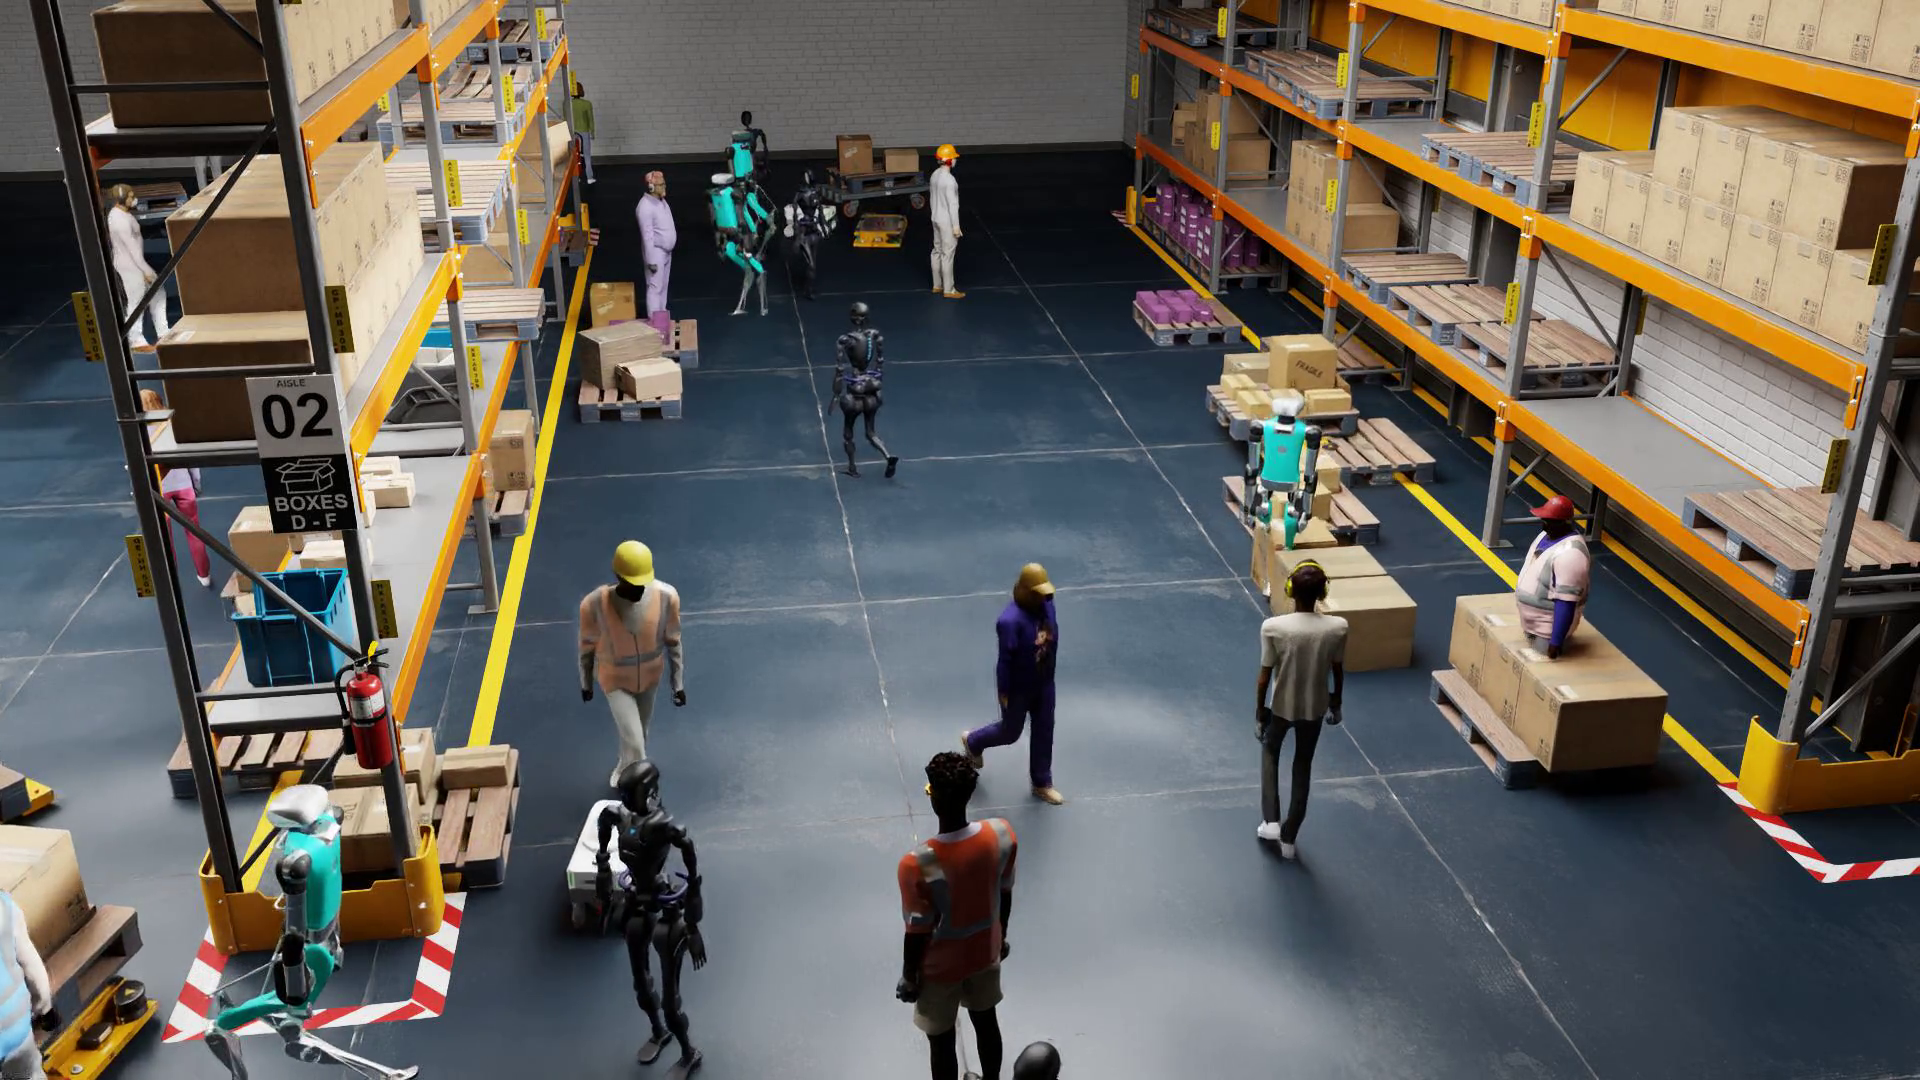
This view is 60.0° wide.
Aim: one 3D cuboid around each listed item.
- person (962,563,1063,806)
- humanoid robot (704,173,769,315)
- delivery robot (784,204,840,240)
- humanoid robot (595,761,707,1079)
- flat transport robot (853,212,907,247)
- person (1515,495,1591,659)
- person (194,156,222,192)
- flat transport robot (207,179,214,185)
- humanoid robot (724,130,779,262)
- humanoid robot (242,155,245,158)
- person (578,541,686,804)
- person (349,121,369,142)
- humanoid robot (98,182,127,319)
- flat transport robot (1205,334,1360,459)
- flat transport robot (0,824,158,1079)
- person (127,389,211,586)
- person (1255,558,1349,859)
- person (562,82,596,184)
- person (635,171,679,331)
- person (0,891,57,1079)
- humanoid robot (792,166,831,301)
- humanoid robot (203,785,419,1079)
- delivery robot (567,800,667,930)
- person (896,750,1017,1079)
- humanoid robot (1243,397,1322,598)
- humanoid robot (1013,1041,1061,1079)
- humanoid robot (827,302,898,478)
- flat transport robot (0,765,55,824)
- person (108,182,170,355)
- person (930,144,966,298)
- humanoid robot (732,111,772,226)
[{"bbox_3d":[0.348,0.826,10.139,0.455,1.597,0.652,-20,31,-38],"label":"person"},{"bbox_3d":[-2.601,-3.549,19.951,0.583,1.783,0.818,14,27,29],"label":"humanoid robot"},{"bbox_3d":[-2.133,-4.620,23.858,0.807,0.603,0.499,5,24,11],"label":"delivery robot"},{"bbox_3d":[-1.469,1.783,7.858,0.615,1.647,0.366,10,26,21],"label":"humanoid robot"},{"bbox_3d":[-1.127,-4.422,23.753,0.659,0.231,1.431,1,24,2],"label":"flat transport robot"},{"bbox_3d":[3.747,0.525,10.653,0.418,1.745,0.599,0,24,-1],"label":"person"},{"bbox_3d":[-11.628,-6.120,25.666,0.429,1.844,0.621,19,30,37],"label":"person"},{"bbox_3d":[-11.253,-5.676,26.609,1.431,0.231,0.659,6,24,13],"label":"flat transport robot"},{"bbox_3d":[-2.723,-4.544,22.200,0.717,1.784,0.533,14,28,30],"label":"humanoid robot"},{"bbox_3d":[-9.445,-4.713,22.743,0.542,1.906,0.725,-11,26,-23],"label":"humanoid robot"},{"bbox_3d":[-1.970,0.791,9.911,0.579,1.869,0.887,-13,27,-27],"label":"person"},{"bbox_3d":[-8.159,-4.778,22.642,0.531,1.818,0.495,19,30,36],"label":"person"},{"bbox_3d":[-10.069,-3.471,19.842,0.456,1.647,0.608,-13,27,-27],"label":"humanoid robot"},{"bbox_3d":[3.100,-1.017,15.994,0.659,0.231,1.431,-3,24,-8],"label":"flat transport robot"},{"bbox_3d":[-4.817,2.399,8.212,1.431,0.231,0.659,3,24,8],"label":"flat transport robot"},{"bbox_3d":[-6.117,-0.375,12.842,0.498,1.629,0.287,-16,28,-32],"label":"person"},{"bbox_3d":[1.946,0.958,9.521,0.524,1.854,0.431,2,24,5],"label":"person"},{"bbox_3d":[-6.192,-6.628,27.090,0.492,1.624,0.281,0,24,-1],"label":"person"},{"bbox_3d":[-3.448,-3.280,19.115,0.405,1.910,0.638,4,24,8],"label":"person"},{"bbox_3d":[-4.118,2.106,6.962,0.488,1.815,0.649,12,26,25],"label":"person"},{"bbox_3d":[-1.834,-3.807,20.617,0.550,1.640,0.612,16,29,33],"label":"humanoid robot"},{"bbox_3d":[-3.099,1.905,7.546,1.042,1.740,0.551,0,24,0],"label":"humanoid robot"},{"bbox_3d":[-1.945,1.772,9.298,0.499,0.605,0.799,0,24,1],"label":"delivery robot"},{"bbox_3d":[-0.023,1.826,7.409,0.608,1.964,0.367,-16,28,-33],"label":"person"},{"bbox_3d":[2.410,-0.280,12.497,0.539,1.766,0.922,7,25,15],"label":"humanoid robot"},{"bbox_3d":[0.271,2.514,6.223,0.602,1.642,0.637,9,25,19],"label":"humanoid robot"},{"bbox_3d":[-0.868,-1.319,14.957,0.604,1.638,0.588,-22,32,-40],"label":"humanoid robot"},{"bbox_3d":[-6.199,1.712,9.779,0.659,0.231,1.431,13,27,27],"label":"flat transport robot"},{"bbox_3d":[-9.043,-3.015,18.498,0.692,1.920,0.642,-9,25,-20],"label":"person"},{"bbox_3d":[-0.172,-3.965,20.689,0.361,1.897,0.571,-13,27,-27],"label":"person"},{"bbox_3d":[-3.070,-5.453,24.377,0.606,1.630,0.670,-13,27,-28],"label":"humanoid robot"}]
